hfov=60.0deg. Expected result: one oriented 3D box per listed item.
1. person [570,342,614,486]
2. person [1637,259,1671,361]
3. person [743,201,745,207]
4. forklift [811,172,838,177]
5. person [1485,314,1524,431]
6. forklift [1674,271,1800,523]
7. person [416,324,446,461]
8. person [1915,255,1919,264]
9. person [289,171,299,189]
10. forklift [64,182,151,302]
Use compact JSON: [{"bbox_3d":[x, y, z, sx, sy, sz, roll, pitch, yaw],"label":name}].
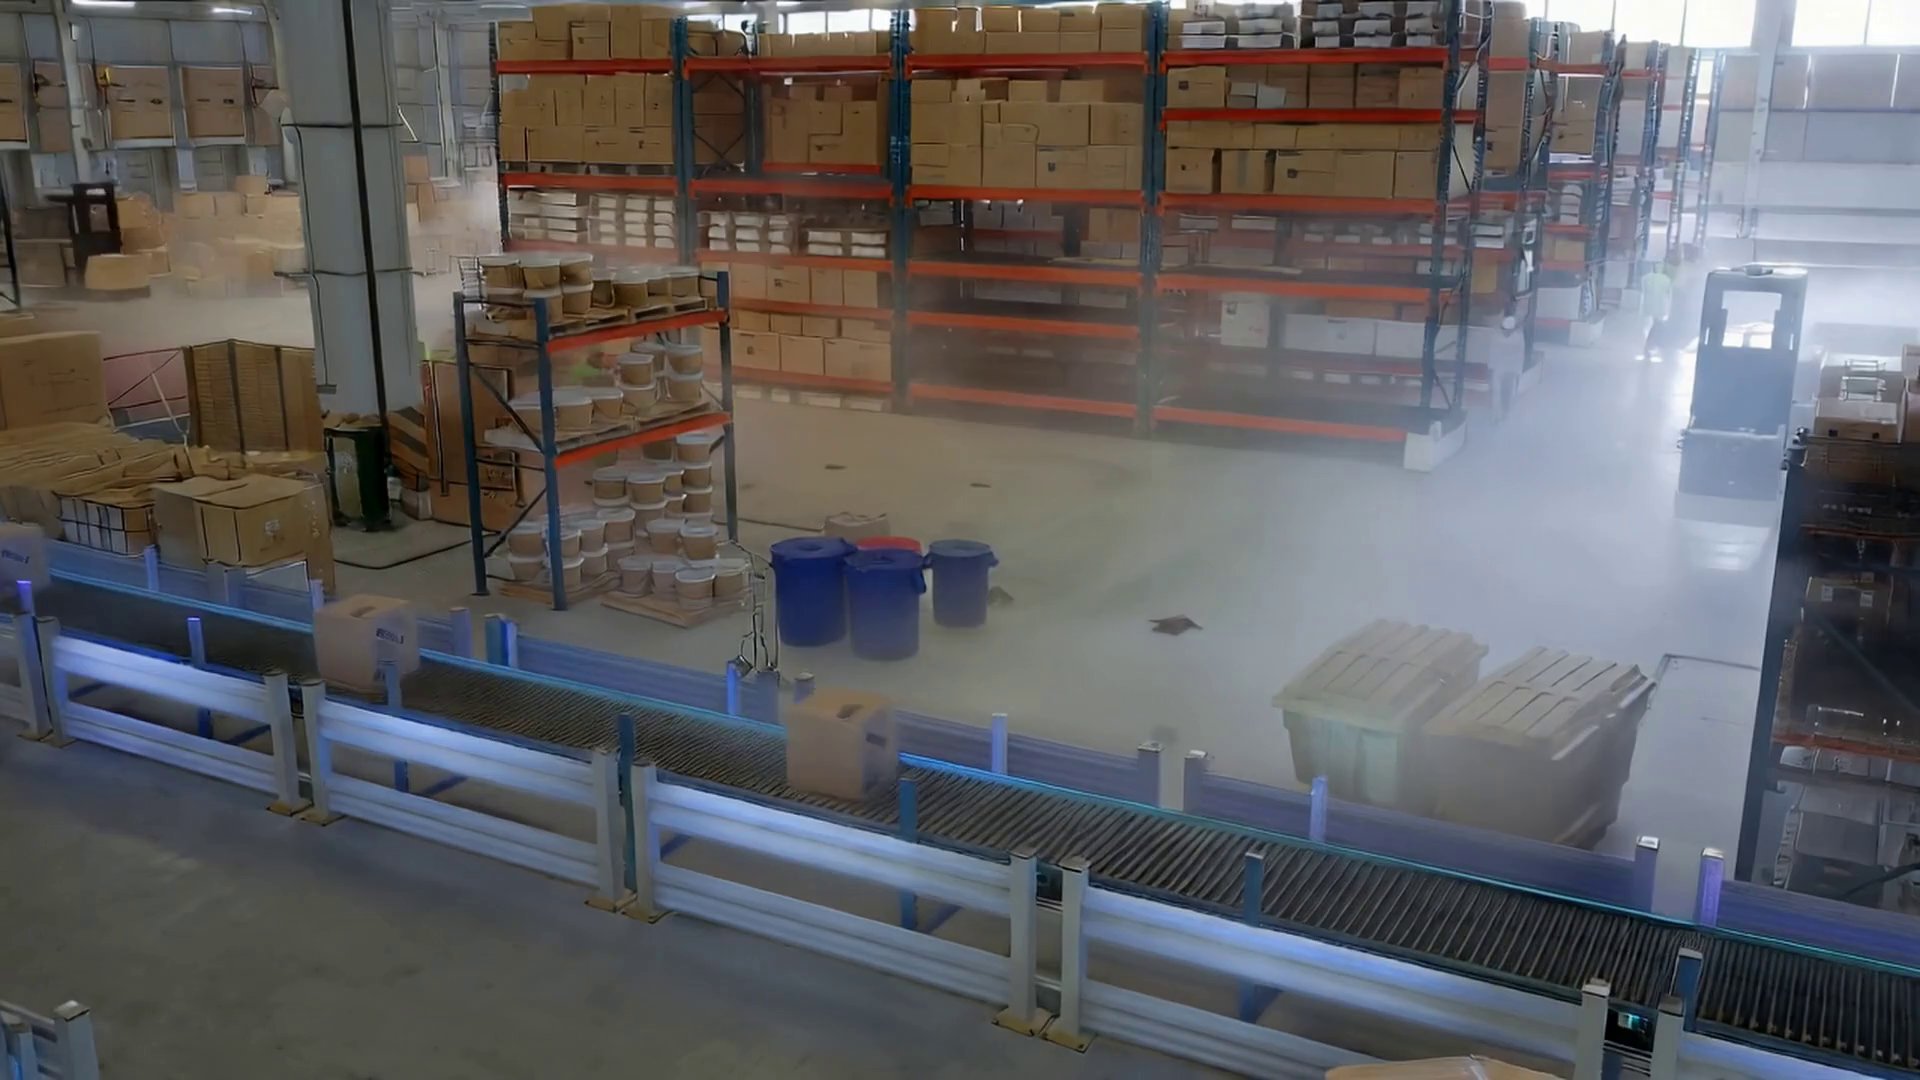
[{"bbox_3d":[-4.479,-1.546,20.826,0.827,1.874,0.668,9,17,30],"label":"person"},{"bbox_3d":[13.036,-4.305,31.172,0.399,1.900,0.645,-9,17,-29],"label":"person"},{"bbox_3d":[-6.331,-8.922,48.490,0.559,1.918,0.501,-6,16,-23],"label":"person"},{"bbox_3d":[-4.464,-11.085,54.772,1.129,2.768,1.873,8,17,28],"label":"forklift"},{"bbox_3d":[8.057,-2.490,24.661,0.531,1.736,0.599,7,16,24],"label":"person"},{"bbox_3d":[9.269,-1.763,19.726,1.129,2.768,1.873,8,17,27],"label":"forklift"},{"bbox_3d":[-7.245,-2.000,22.273,0.676,2.023,0.615,6,16,21],"label":"person"},{"bbox_3d":[28.788,-9.049,49.084,0.993,1.863,0.642,2,15,8],"label":"person"},{"bbox_3d":[-27.136,-14.130,68.042,0.584,1.928,0.367,-13,20,-41],"label":"person"},{"bbox_3d":[-20.849,-7.266,40.416,1.873,2.768,1.129,8,17,28],"label":"forklift"}]
